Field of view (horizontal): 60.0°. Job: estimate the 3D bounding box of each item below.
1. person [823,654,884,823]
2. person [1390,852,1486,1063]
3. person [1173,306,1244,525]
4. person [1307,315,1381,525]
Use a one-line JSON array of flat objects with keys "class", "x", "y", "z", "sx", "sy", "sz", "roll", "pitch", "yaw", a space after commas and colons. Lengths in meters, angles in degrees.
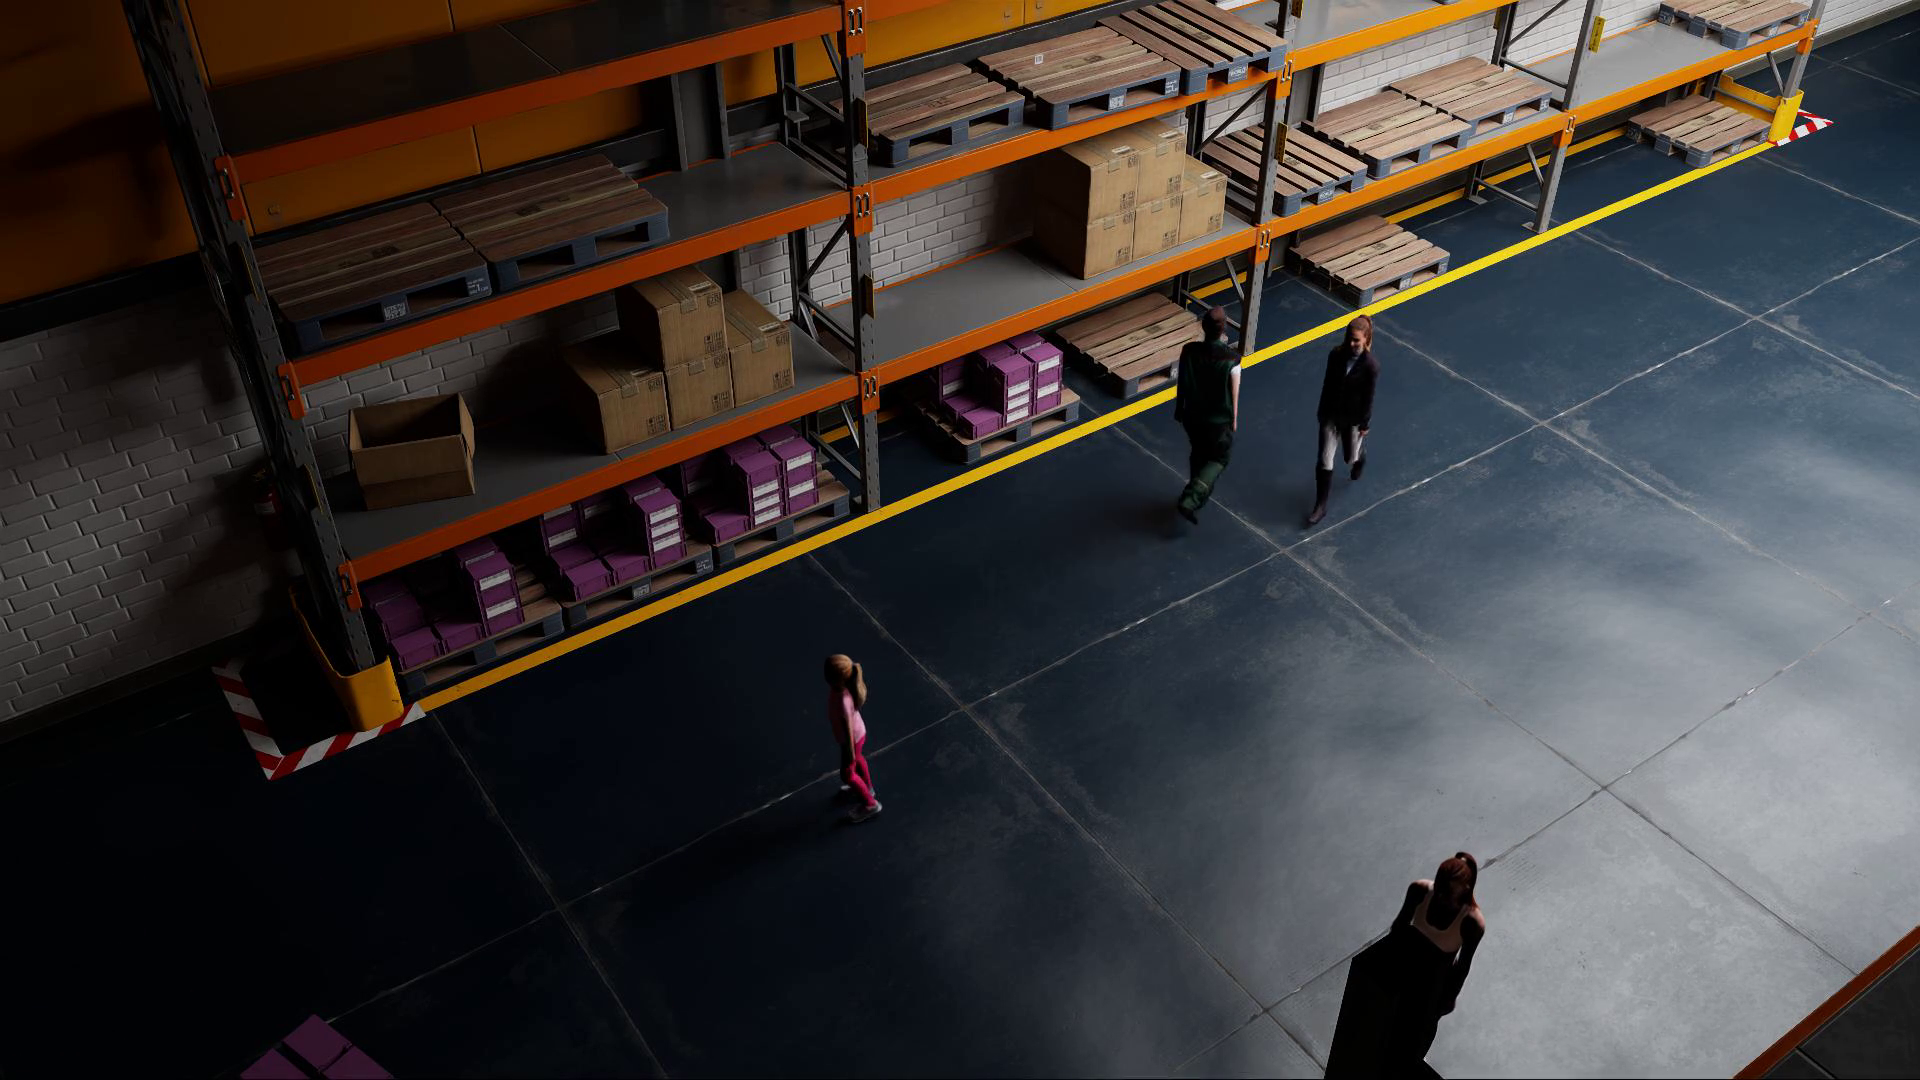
[{"class": "person", "x": -0.668, "y": 1.205, "z": 10.355, "sx": 0.639, "sy": 1.260, "sz": 0.598, "roll": -5, "pitch": 39, "yaw": -7}, {"class": "person", "x": 2.430, "y": 2.246, "z": 8.667, "sx": 0.635, "sy": 1.740, "sz": 0.595, "roll": 29, "pitch": 47, "yaw": 31}, {"class": "person", "x": 1.845, "y": -0.893, "z": 12.531, "sx": 0.855, "sy": 1.824, "sz": 1.034, "roll": 21, "pitch": 43, "yaw": 24}, {"class": "person", "x": 2.961, "y": -0.954, "z": 12.699, "sx": 0.831, "sy": 1.709, "sz": 1.103, "roll": 22, "pitch": 44, "yaw": 25}]
